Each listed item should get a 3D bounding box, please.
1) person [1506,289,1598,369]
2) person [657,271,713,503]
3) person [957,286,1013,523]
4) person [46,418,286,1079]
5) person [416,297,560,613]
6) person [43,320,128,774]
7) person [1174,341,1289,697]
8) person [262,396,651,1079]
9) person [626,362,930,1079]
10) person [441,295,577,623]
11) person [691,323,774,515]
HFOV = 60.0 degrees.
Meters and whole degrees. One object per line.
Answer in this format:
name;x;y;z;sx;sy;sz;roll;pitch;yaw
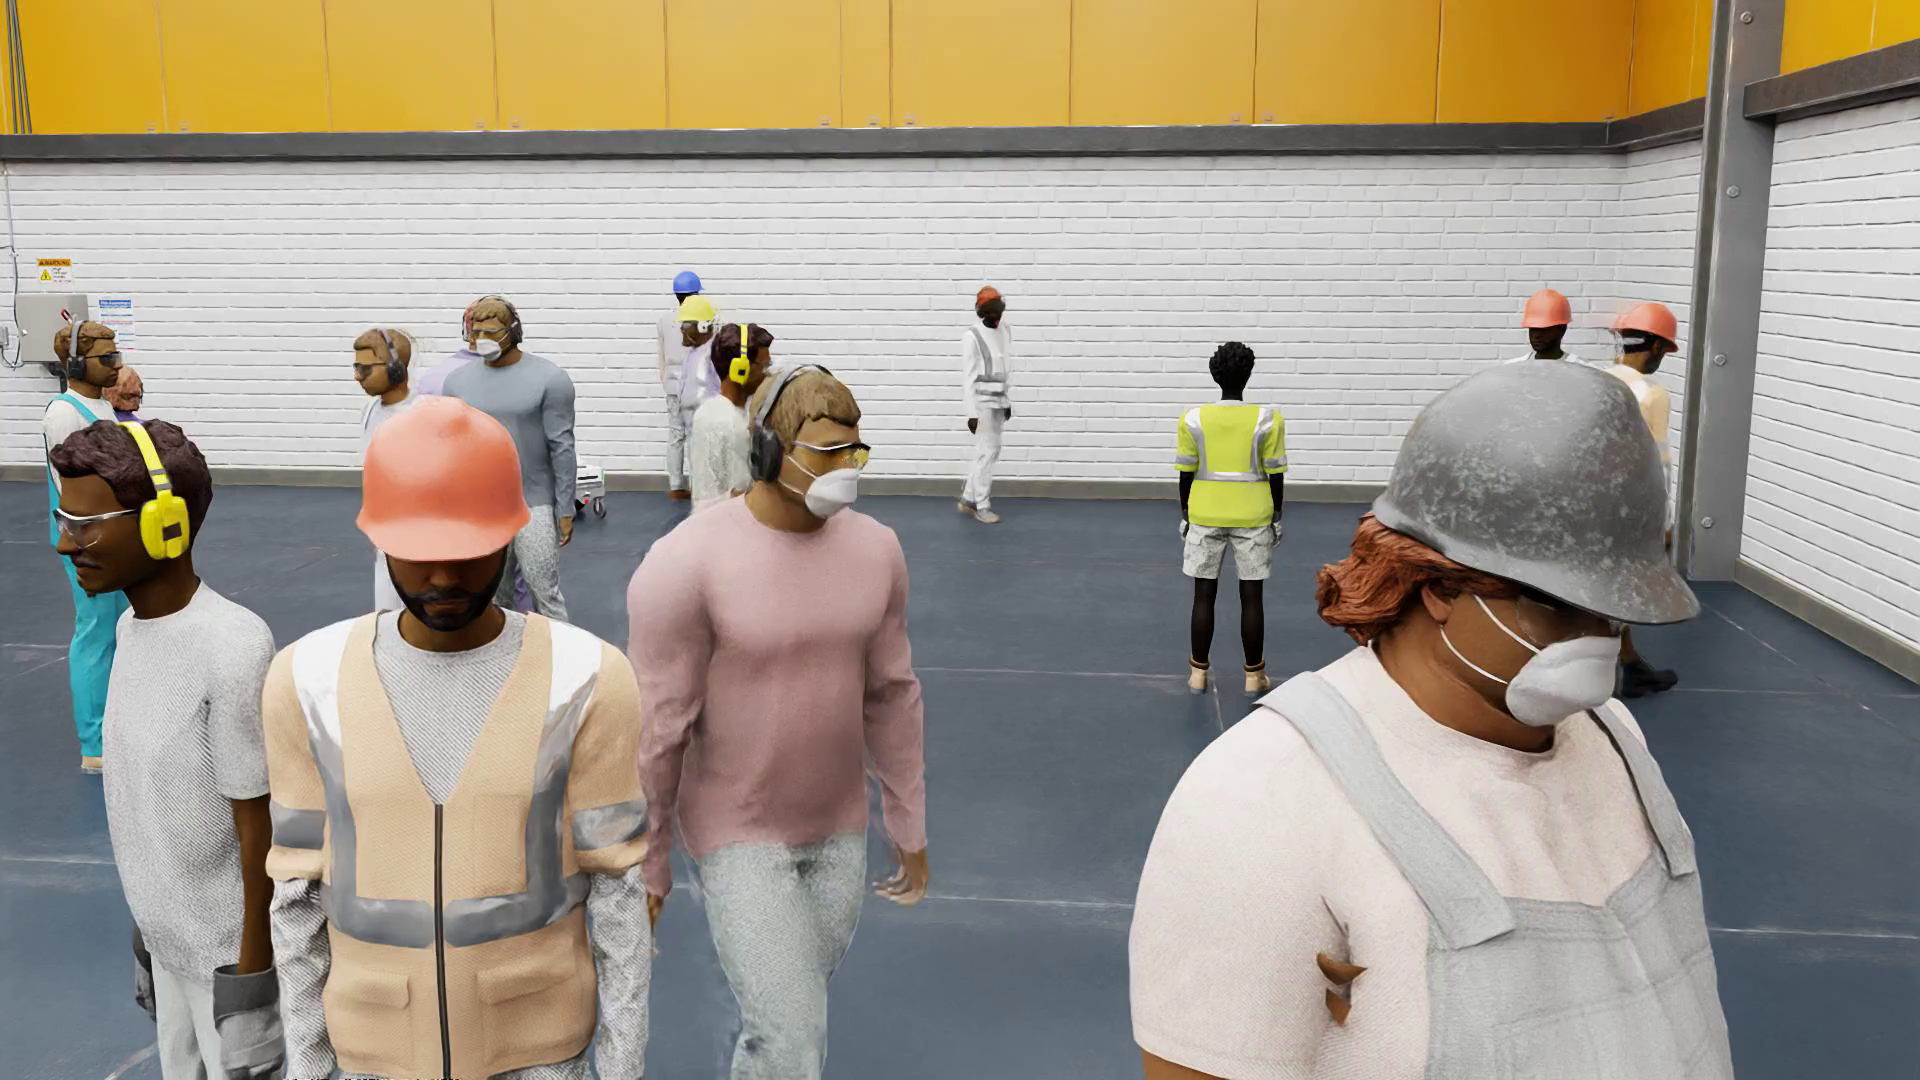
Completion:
person;3.021;-0.333;8.656;0.399;1.928;0.542;-10;14;-44
person;-2.259;-1.260;13.885;0.605;1.951;0.383;7;12;35
person;0.143;-1.062;13.046;0.594;1.854;0.653;7;12;34
person;-1.291;0.719;2.827;0.512;1.861;0.325;9;13;42
person;-2.214;-0.197;7.924;0.654;1.906;0.406;0;10;-2
person;-3.501;0.032;6.790;0.345;1.846;0.506;-2;10;-12
person;1.288;-0.093;7.924;0.535;1.700;0.318;3;10;15
person;-0.736;0.744;2.484;0.550;1.925;0.390;-1;10;-8
person;-0.263;0.621;3.230;0.646;1.904;0.868;-9;14;-43
person;-2.047;-0.143;7.573;0.636;1.928;0.383;2;10;9
person;-0.864;0.097;6.403;0.331;1.856;0.527;-4;11;-24
